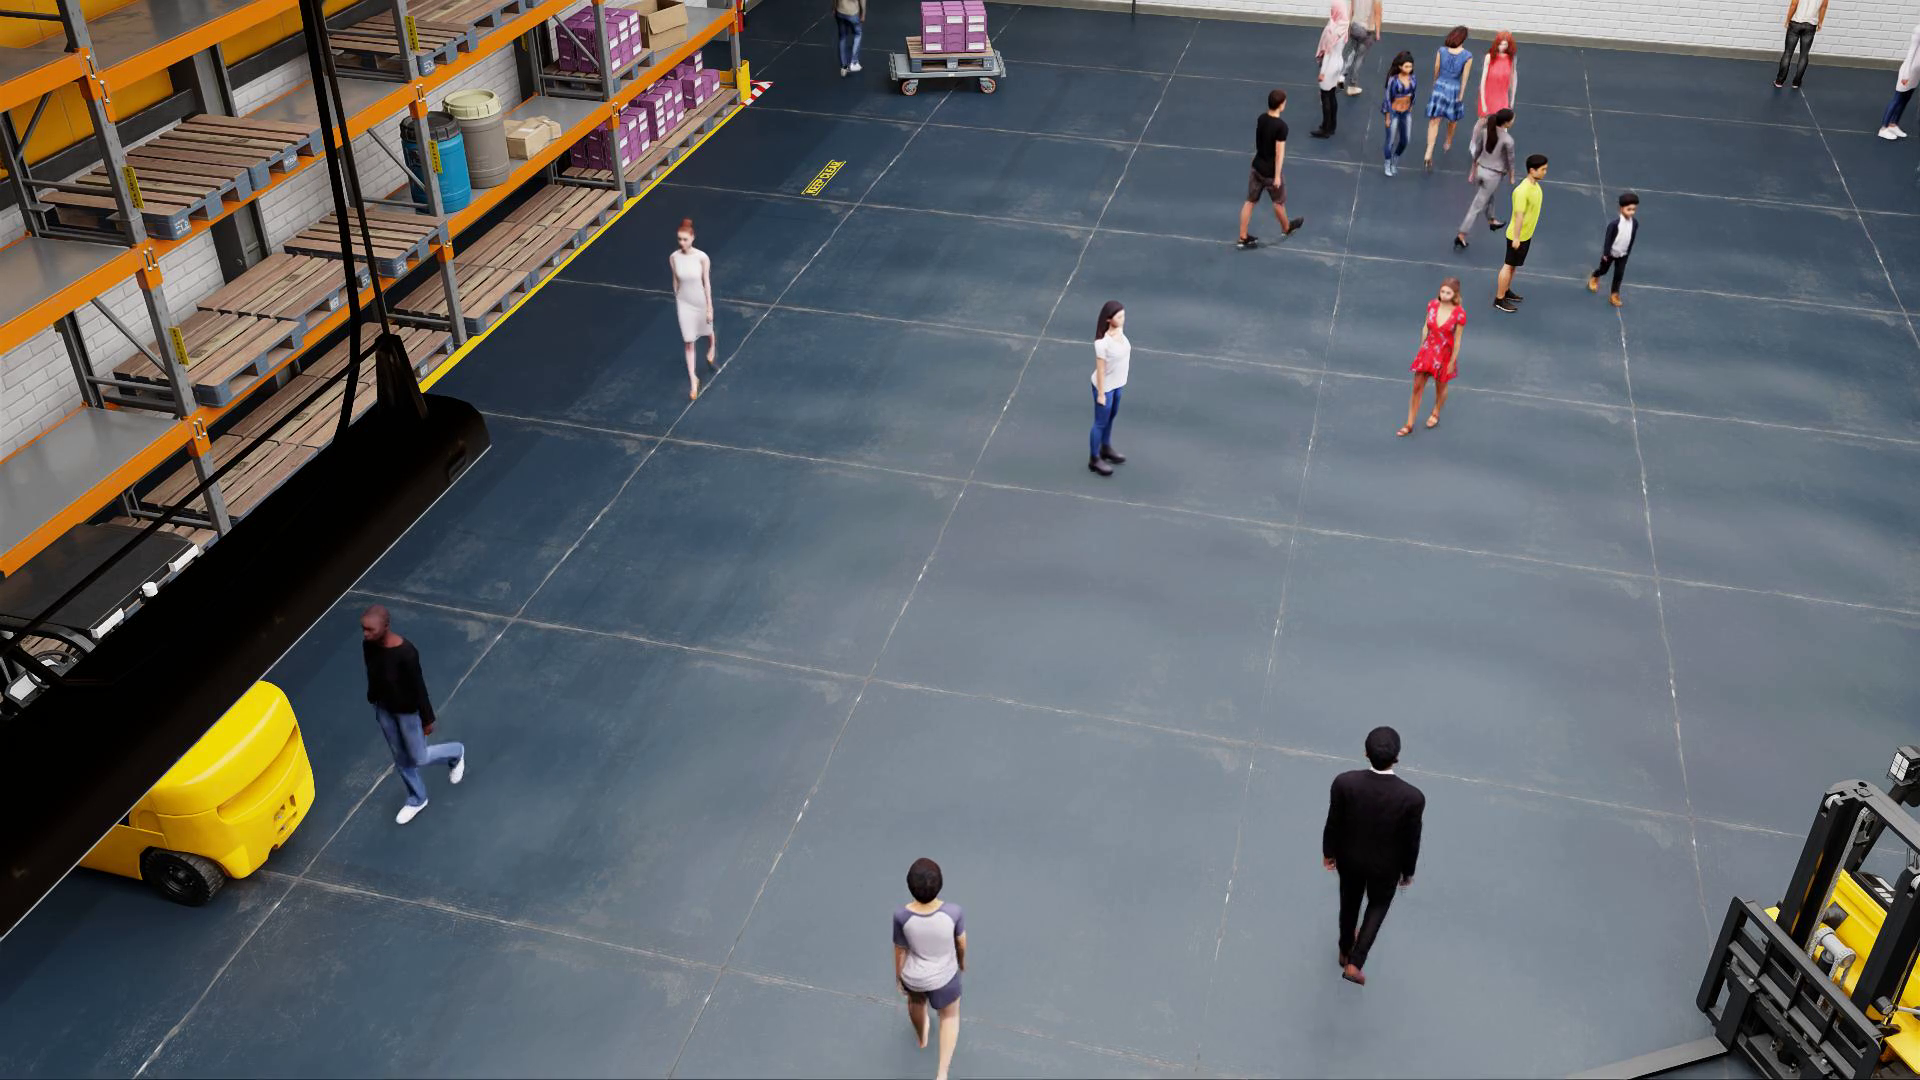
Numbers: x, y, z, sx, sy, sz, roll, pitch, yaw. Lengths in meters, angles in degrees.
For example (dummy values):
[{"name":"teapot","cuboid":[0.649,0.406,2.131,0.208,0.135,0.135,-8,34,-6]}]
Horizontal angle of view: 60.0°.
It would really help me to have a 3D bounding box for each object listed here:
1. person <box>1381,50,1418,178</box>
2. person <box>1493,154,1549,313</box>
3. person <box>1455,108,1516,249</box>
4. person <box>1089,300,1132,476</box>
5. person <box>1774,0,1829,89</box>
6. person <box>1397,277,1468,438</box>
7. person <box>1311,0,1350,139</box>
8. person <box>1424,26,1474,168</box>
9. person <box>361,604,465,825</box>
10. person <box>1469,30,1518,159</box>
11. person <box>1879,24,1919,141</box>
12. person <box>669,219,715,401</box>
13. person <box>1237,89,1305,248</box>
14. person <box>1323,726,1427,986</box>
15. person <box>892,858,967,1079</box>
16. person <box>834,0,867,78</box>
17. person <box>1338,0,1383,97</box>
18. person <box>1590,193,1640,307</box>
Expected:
[{"name":"person","cuboid":[5.497,-5.390,21.025,0.732,1.608,0.758,-8,34,-12]},{"name":"person","cuboid":[5.999,-3.315,17.813,0.736,1.707,0.541,17,37,24]},{"name":"person","cuboid":[5.990,-4.082,19.051,1.181,1.615,1.098,-20,38,-27]},{"name":"person","cuboid":[1.314,-1.380,14.926,0.700,1.681,0.531,16,37,22]},{"name":"person","cuboid":[12.127,-7.431,23.919,0.650,1.803,0.535,10,35,15]},{"name":"person","cuboid":[4.531,-1.750,15.582,0.792,1.571,0.972,24,40,31]},{"name":"person","cuboid":[4.966,-6.296,22.214,0.764,1.800,0.641,23,40,30]},{"name":"person","cuboid":[6.174,-5.593,21.202,0.727,1.750,1.214,13,36,19]},{"name":"person","cuboid":[-3.683,1.097,11.151,0.692,1.735,0.904,16,37,22]},{"name":"person","cuboid":[6.772,-5.636,21.245,0.792,1.775,1.080,-4,34,-5]},{"name":"person","cuboid":[12.669,-6.237,22.147,0.677,1.775,0.745,-19,38,-27]},{"name":"person","cuboid":[-2.546,-2.294,16.233,0.693,1.757,1.120,3,34,4]},{"name":"person","cuboid":[3.444,-4.223,19.078,1.249,1.819,1.159,-20,38,-27]},{"name":"person","cuboid":[2.390,1.917,9.791,0.772,1.874,0.905,13,36,19]},{"name":"person","cuboid":[-0.165,2.446,9.293,0.664,1.545,0.931,1,34,2]},{"name":"person","cuboid":[-1.669,-7.673,24.246,0.733,1.845,0.643,8,34,12]},{"name":"person","cuboid":[5.635,-7.184,23.488,0.892,1.868,0.838,-28,42,-35]},{"name":"person","cuboid":[7.113,-3.188,18.074,0.655,1.208,0.875,-2,34,-3]}]
